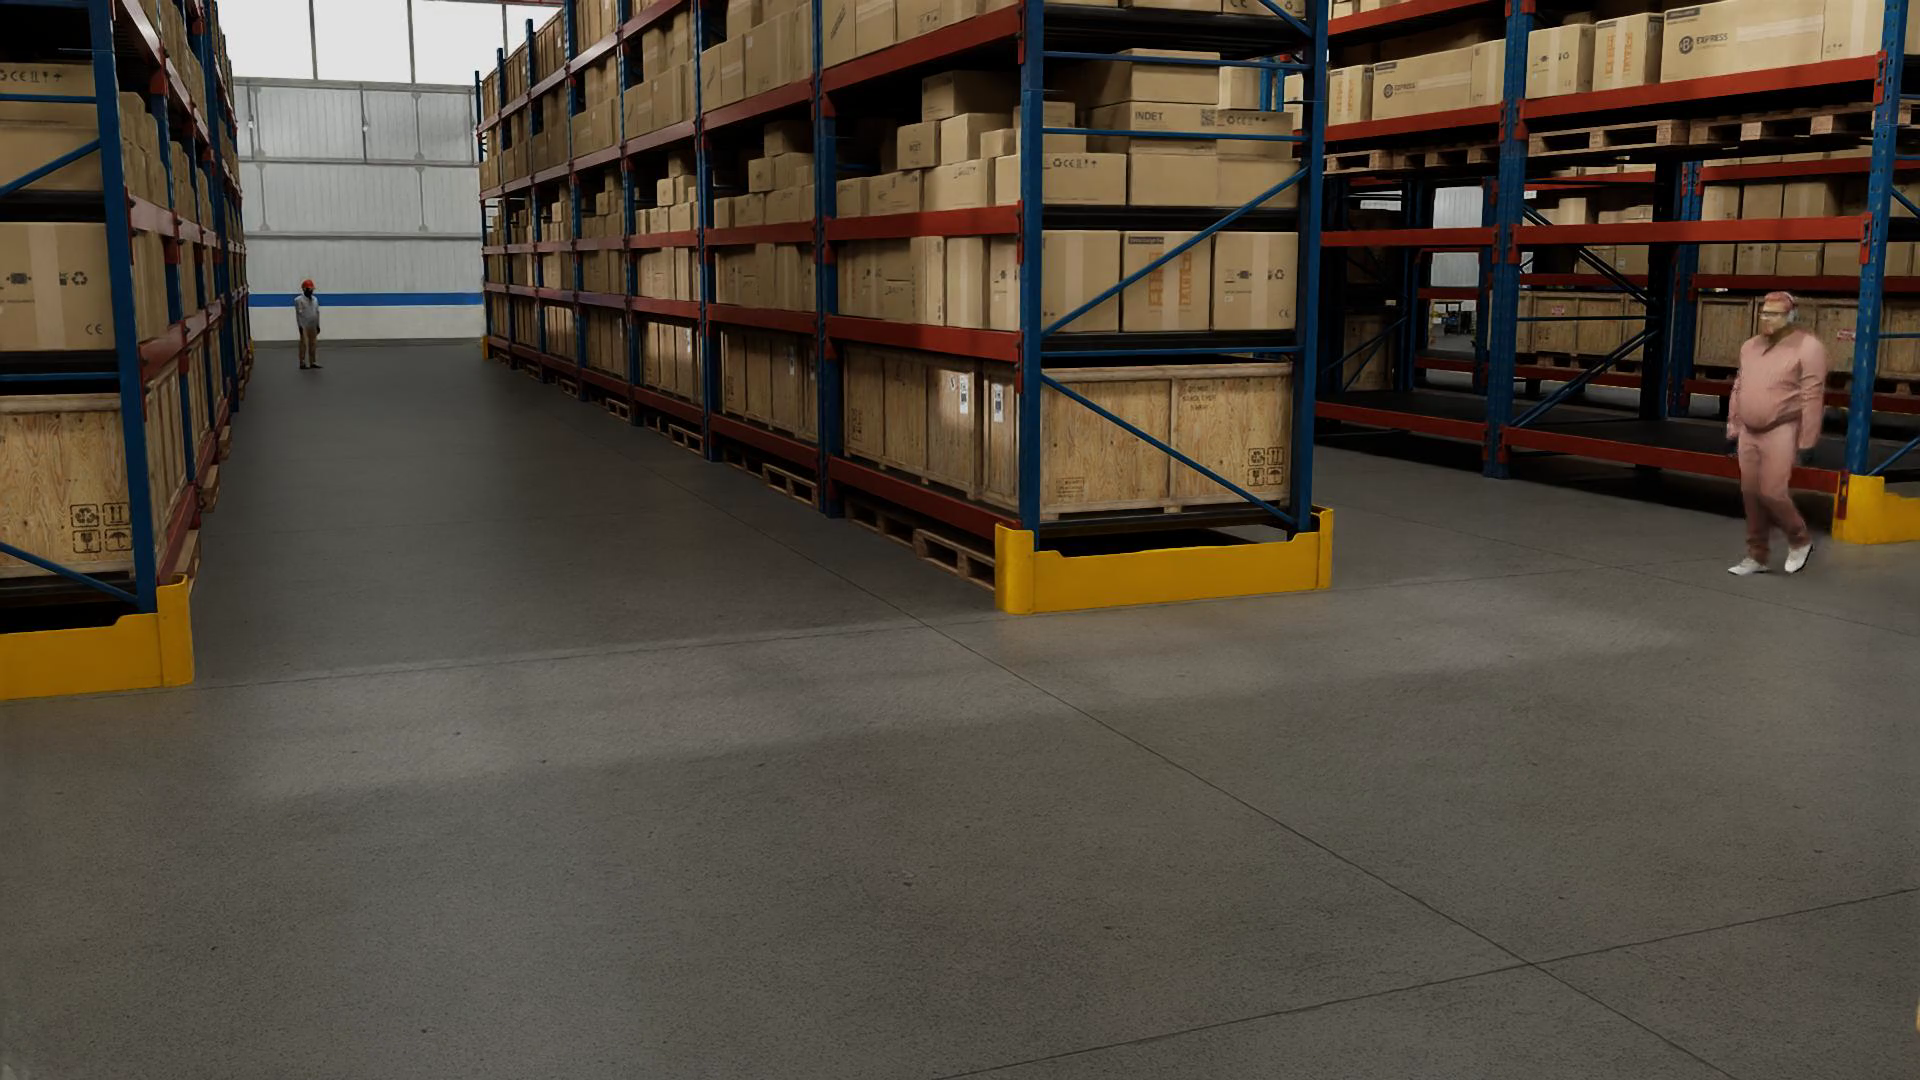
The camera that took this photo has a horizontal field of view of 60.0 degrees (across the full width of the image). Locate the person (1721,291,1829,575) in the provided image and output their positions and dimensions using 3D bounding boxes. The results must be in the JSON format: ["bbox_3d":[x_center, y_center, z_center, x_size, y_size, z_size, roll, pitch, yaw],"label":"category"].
[{"bbox_3d":[5.344,-0.689,10.961,0.438,1.891,0.642,-3,10,-19],"label":"person"}]

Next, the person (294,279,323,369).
[{"bbox_3d":[-12.672,-4.194,32.397,0.360,1.742,0.563,4,10,22],"label":"person"}]

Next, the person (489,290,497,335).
[{"bbox_3d":[-10.184,-4.945,36.626,0.459,1.826,0.665,-4,10,-23],"label":"person"}]
